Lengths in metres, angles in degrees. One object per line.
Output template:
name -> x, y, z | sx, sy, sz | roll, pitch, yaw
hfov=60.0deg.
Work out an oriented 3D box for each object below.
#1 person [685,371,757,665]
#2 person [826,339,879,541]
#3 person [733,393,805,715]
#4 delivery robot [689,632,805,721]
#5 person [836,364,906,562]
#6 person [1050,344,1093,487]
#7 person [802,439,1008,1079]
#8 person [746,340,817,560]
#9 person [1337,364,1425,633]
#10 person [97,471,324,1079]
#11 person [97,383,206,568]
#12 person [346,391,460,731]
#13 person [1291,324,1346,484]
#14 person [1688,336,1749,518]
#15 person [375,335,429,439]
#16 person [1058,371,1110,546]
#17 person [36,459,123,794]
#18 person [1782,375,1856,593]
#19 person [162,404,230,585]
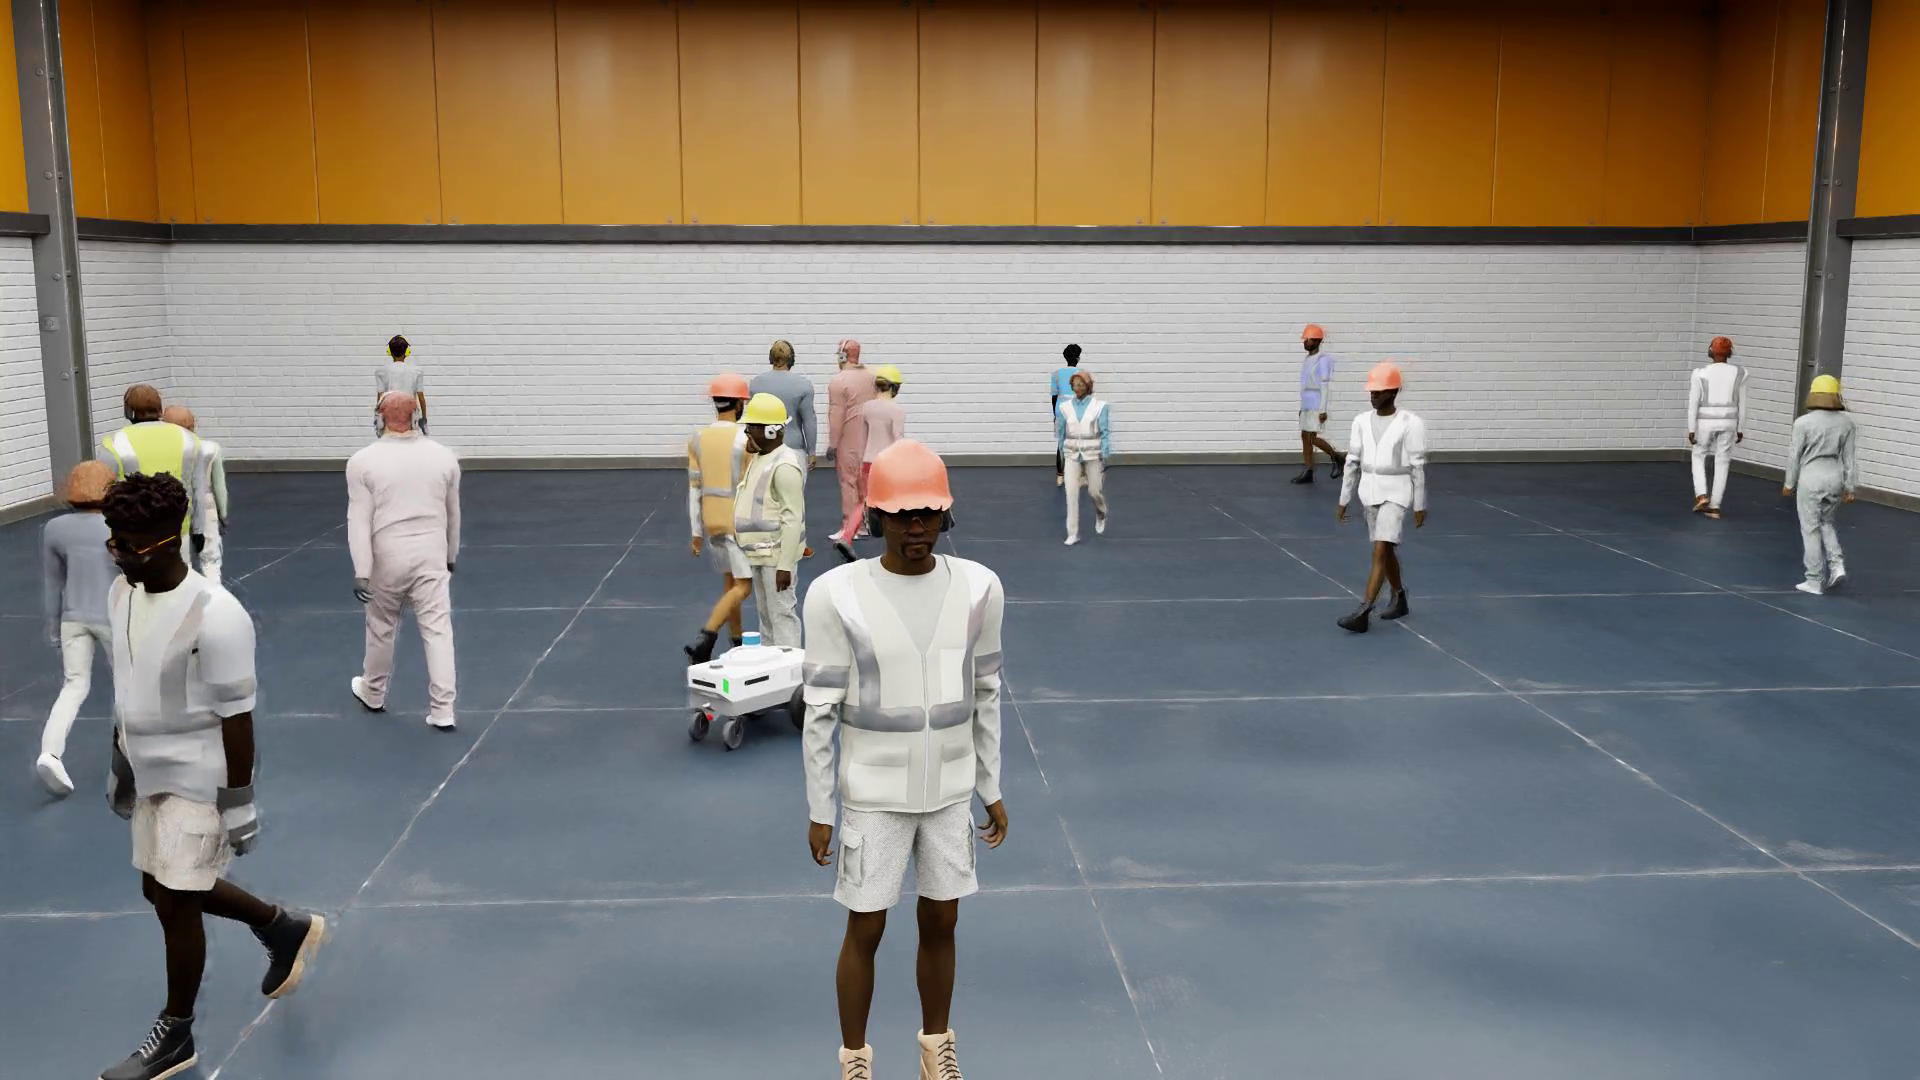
person -> -1.482, -0.105, 10.431 | 0.540, 1.910, 0.852 | 5, 11, 31
person -> -1.044, -0.947, 15.733 | 0.404, 1.904, 0.649 | 6, 11, 33
person -> -1.093, 0.076, 9.529 | 0.404, 1.835, 0.587 | -4, 10, -22
delivery robot -> -1.132, 0.744, 9.041 | 0.477, 0.478, 0.707 | 7, 12, 39
person -> -0.733, -0.662, 14.496 | 0.537, 1.729, 0.802 | 8, 12, 40
person -> 1.323, -1.469, 19.665 | 0.533, 1.694, 0.319 | 4, 10, 25
person -> -0.141, 0.724, 4.806 | 0.615, 2.041, 0.387 | -4, 10, -21
person -> -1.548, -0.783, 14.591 | 0.636, 1.939, 0.364 | 2, 9, 14
person -> 2.986, -0.311, 11.815 | 1.014, 1.880, 0.571 | -8, 12, -42
person -> -2.372, 0.715, 5.236 | 0.680, 1.925, 0.726 | 7, 11, 36
person -> -5.052, -0.061, 10.398 | 0.466, 1.838, 0.644 | 8, 12, 41
person -> -3.120, 0.102, 9.293 | 0.674, 1.854, 0.988 | -7, 11, -38
person -> 4.299, -1.624, 19.905 | 0.585, 1.926, 0.543 | -2, 9, -15
person -> 7.817, -1.166, 17.192 | 0.572, 1.869, 0.409 | 2, 9, 14
person -> -5.924, -1.236, 17.653 | 0.535, 1.869, 0.314 | -3, 10, -19
person -> 1.176, -0.784, 15.577 | 0.516, 1.622, 0.658 | 3, 10, 19
person -> -4.269, 0.416, 8.139 | 0.508, 1.603, 0.784 | 0, 9, 2
person -> 6.743, -0.435, 13.089 | 0.483, 1.724, 0.365 | -1, 9, -6
person -> -5.299, -0.124, 11.440 | 0.521, 1.617, 0.648 | -5, 10, -26
